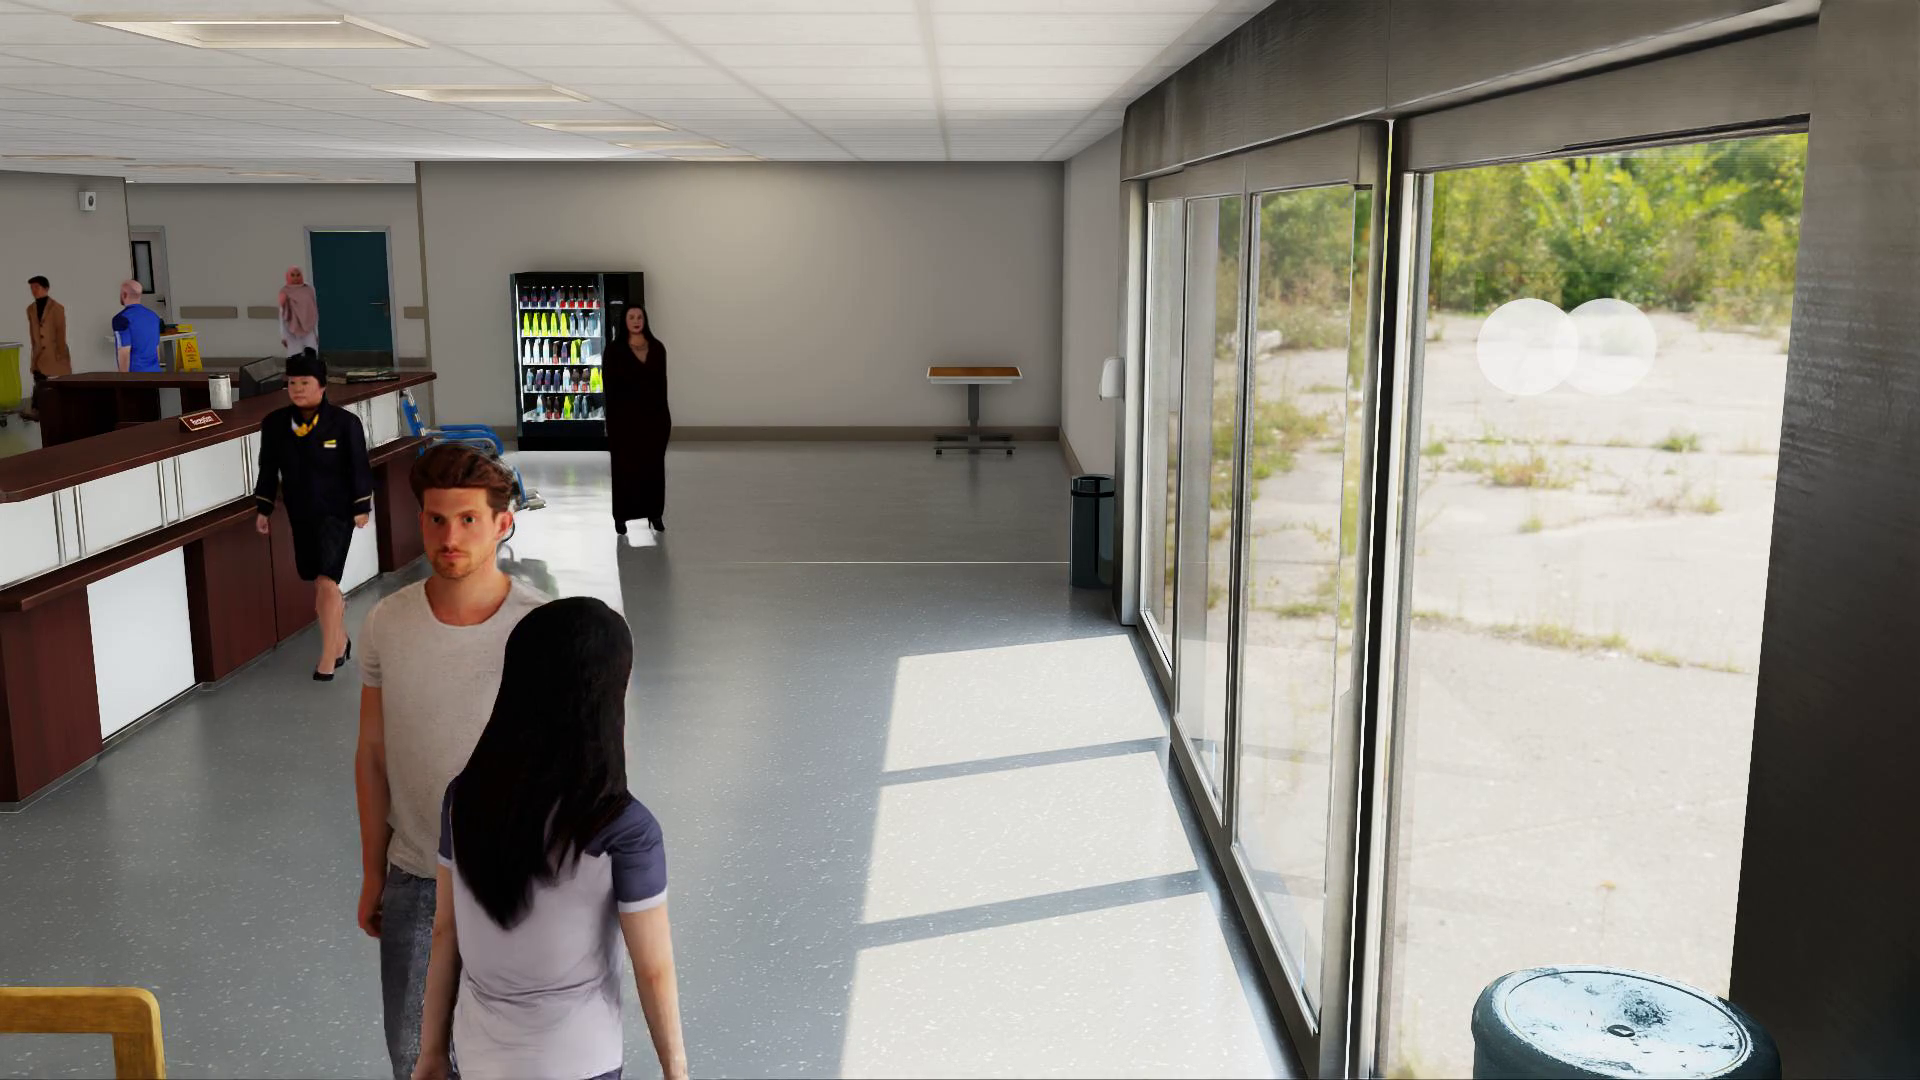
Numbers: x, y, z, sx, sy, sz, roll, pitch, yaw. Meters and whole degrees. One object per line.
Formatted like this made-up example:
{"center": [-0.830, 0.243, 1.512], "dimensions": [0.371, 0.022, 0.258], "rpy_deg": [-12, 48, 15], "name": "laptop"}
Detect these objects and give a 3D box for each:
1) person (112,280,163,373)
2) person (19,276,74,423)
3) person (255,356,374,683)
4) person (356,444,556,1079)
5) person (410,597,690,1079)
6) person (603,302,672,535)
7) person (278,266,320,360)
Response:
{"center": [-7.560, -1.479, 15.332], "dimensions": [0.646, 1.841, 0.721], "rpy_deg": [3, 11, 14], "name": "person"}
{"center": [-10.641, -2.233, 19.585], "dimensions": [0.995, 1.694, 0.786], "rpy_deg": [1, 11, 5], "name": "person"}
{"center": [-3.303, -0.121, 8.685], "dimensions": [0.802, 1.650, 0.791], "rpy_deg": [1, 11, 7], "name": "person"}
{"center": [-1.053, 0.708, 3.688], "dimensions": [0.747, 1.885, 0.766], "rpy_deg": [-1, 11, -3], "name": "person"}
{"center": [-0.785, 0.972, 2.903], "dimensions": [1.090, 1.659, 0.990], "rpy_deg": [5, 12, 25], "name": "person"}
{"center": [-2.455, -0.928, 12.651], "dimensions": [0.727, 1.757, 0.832], "rpy_deg": [-6, 12, -29], "name": "person"}
{"center": [-8.638, -2.658, 21.703], "dimensions": [0.976, 1.781, 0.990], "rpy_deg": [-7, 13, -33], "name": "person"}
